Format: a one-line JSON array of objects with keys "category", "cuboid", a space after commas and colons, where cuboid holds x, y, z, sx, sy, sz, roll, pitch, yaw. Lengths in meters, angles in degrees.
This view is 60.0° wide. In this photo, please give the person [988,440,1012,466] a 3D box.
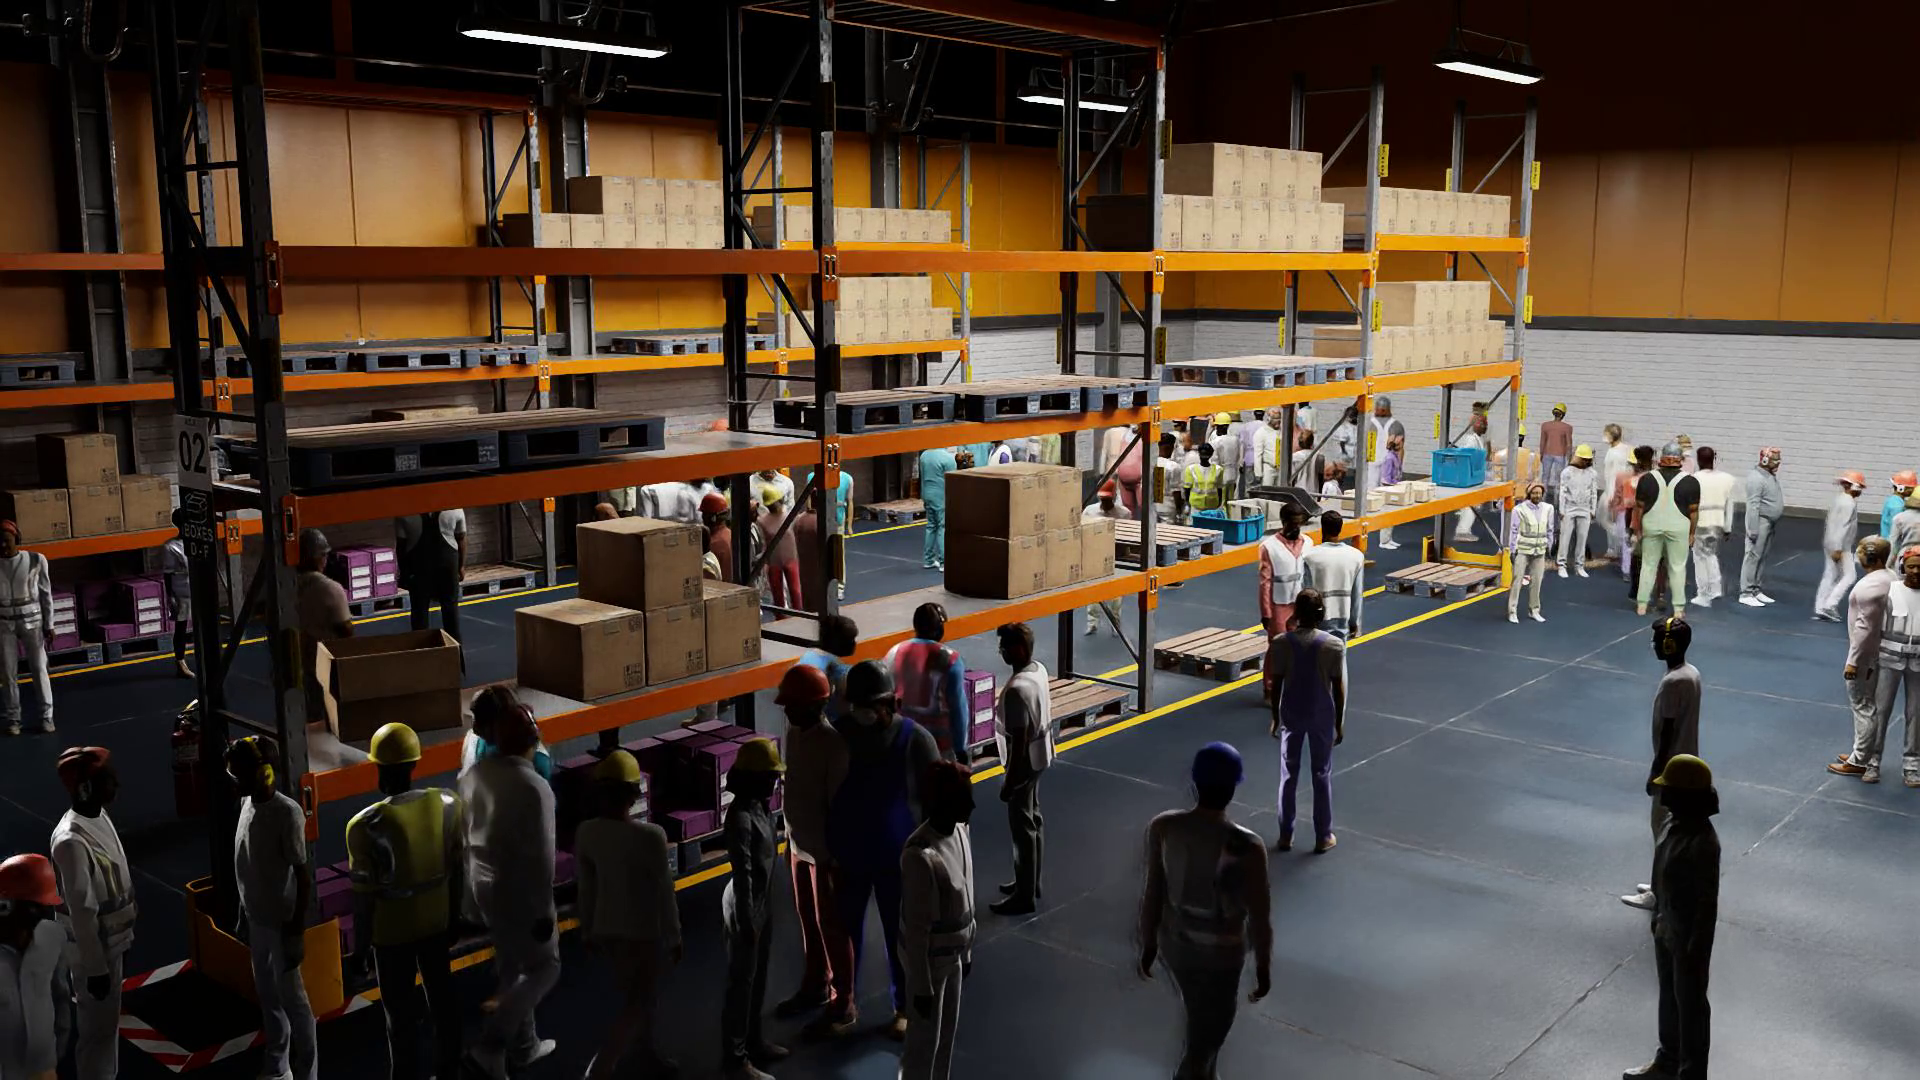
[{"category": "person", "cuboid": [0.559, -0.675, 22.907, 0.372, 1.840, 0.570, -2, 10, -12]}]

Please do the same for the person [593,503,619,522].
[{"category": "person", "cuboid": [-3.592, 0.430, 16.930, 0.281, 1.633, 0.500, -2, 10, -11]}]

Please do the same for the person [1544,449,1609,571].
[{"category": "person", "cuboid": [8.105, -0.394, 21.810, 0.890, 1.638, 0.540, 0, 10, -1]}]

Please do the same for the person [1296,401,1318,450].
[{"category": "person", "cuboid": [5.834, -1.573, 28.045, 0.371, 1.915, 0.595, 8, 12, 38]}]

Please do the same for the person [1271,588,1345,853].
[{"category": "person", "cuboid": [2.390, 1.244, 11.461, 0.507, 1.840, 0.343, 3, 10, 18]}]

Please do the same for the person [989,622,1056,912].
[{"category": "person", "cuboid": [0.397, 1.416, 10.424, 0.389, 1.842, 0.566, 2, 10, 14]}]

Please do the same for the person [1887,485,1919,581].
[{"category": "person", "cuboid": [10.153, 0.259, 17.705, 0.505, 1.713, 0.474, 4, 10, 23]}]

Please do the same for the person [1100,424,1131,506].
[{"category": "person", "cuboid": [2.425, -1.047, 24.951, 0.606, 1.895, 0.525, 5, 11, 28]}]

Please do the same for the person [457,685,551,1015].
[{"category": "person", "cuboid": [-2.444, 1.656, 9.054, 0.637, 1.823, 0.530, 7, 12, 36]}]

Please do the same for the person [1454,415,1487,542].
[{"category": "person", "cuboid": [7.464, -0.893, 24.216, 0.456, 1.835, 0.663, 4, 10, 23]}]

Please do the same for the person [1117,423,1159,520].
[{"category": "person", "cuboid": [2.495, -0.906, 23.694, 0.683, 2.000, 0.536, 9, 13, 43]}]

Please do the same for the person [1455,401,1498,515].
[{"category": "person", "cuboid": [8.366, -1.317, 26.742, 0.785, 1.850, 0.526, -2, 10, -14]}]

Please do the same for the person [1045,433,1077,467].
[{"category": "person", "cuboid": [1.585, -1.259, 26.758, 0.679, 1.724, 0.308, -6, 11, -31]}]

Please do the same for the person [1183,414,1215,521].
[{"category": "person", "cuboid": [3.699, -1.194, 25.467, 0.612, 2.029, 0.407, 5, 11, 28]}]

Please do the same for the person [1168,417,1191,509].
[{"category": "person", "cuboid": [3.184, -0.940, 24.245, 0.380, 1.930, 0.546, -4, 10, -22]}]

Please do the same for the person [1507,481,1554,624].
[{"category": "person", "cuboid": [6.408, 0.139, 18.705, 0.528, 1.627, 0.325, -2, 10, -13]}]

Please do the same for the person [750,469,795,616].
[{"category": "person", "cuboid": [-2.205, -0.077, 19.166, 0.642, 1.902, 0.399, -3, 10, -15]}]

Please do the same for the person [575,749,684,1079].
[{"category": "person", "cuboid": [-1.629, 1.883, 7.950, 0.568, 1.727, 0.756, 5, 11, 29]}]

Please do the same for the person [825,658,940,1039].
[{"category": "person", "cuboid": [-0.466, 1.608, 8.687, 0.688, 2.000, 0.536, 2, 10, 11]}]

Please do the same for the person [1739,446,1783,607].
[{"category": "person", "cuboid": [9.513, -0.164, 19.696, 0.403, 1.900, 0.644, 8, 13, 41]}]

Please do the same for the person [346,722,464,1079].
[{"category": "person", "cuboid": [-2.612, 1.804, 7.851, 0.369, 1.928, 0.585, 8, 12, 39]}]

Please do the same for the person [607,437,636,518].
[{"category": "person", "cuboid": [-4.282, -0.429, 20.984, 0.382, 1.995, 0.612, -6, 11, -32]}]

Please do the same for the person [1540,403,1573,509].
[{"category": "person", "cuboid": [9.827, -1.386, 27.424, 0.532, 1.754, 0.340, 7, 12, 37]}]

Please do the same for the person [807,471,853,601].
[{"category": "person", "cuboid": [-1.558, -0.188, 20.007, 0.563, 1.839, 0.394, 1, 10, 9]}]

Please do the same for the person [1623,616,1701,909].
[{"category": "person", "cuboid": [4.455, 1.403, 10.473, 0.336, 1.856, 0.530, 7, 12, 36]}]

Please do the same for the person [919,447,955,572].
[{"category": "person", "cuboid": [-0.255, -0.533, 21.913, 0.401, 1.899, 0.650, -7, 12, -36]}]

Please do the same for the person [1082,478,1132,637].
[{"category": "person", "cuboid": [1.577, 0.183, 18.056, 0.573, 1.746, 0.346, 2, 10, 11]}]

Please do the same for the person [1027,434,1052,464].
[{"category": "person", "cuboid": [1.282, -1.364, 27.047, 0.394, 1.836, 0.559, -3, 10, -18]}]

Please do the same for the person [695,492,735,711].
[{"category": "person", "cuboid": [-2.202, 0.555, 15.109, 0.380, 1.995, 0.611, 2, 10, 12]}]

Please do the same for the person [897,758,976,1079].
[{"category": "person", "cuboid": [-0.097, 1.895, 7.482, 0.355, 1.876, 0.574, 4, 10, 20]}]

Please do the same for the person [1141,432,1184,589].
[{"category": "person", "cuboid": [2.533, -0.367, 20.721, 0.601, 1.958, 0.380, 9, 13, 44]}]

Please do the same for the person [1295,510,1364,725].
[{"category": "person", "cuboid": [3.236, 0.691, 14.574, 0.598, 1.907, 0.409, -3, 10, -15]}]

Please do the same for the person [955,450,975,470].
[{"category": "person", "cuboid": [0.013, -0.155, 19.840, 0.349, 1.837, 0.502, -3, 10, -20]}]

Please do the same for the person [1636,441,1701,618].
[{"category": "person", "cuboid": [8.131, -0.139, 19.116, 0.685, 2.000, 0.536, 5, 11, 30]}]

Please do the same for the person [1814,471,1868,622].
[{"category": "person", "cuboid": [9.979, 0.075, 18.815, 0.506, 1.709, 0.584, 2, 10, 11]}]

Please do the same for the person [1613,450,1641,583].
[{"category": "person", "cuboid": [8.665, -0.350, 21.378, 0.523, 1.716, 0.892, 3, 10, 20]}]

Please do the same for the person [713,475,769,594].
[{"category": "person", "cuboid": [-2.695, -0.082, 19.867, 0.763, 1.668, 0.531, -1, 10, -6]}]

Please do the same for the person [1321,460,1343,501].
[{"category": "person", "cuboid": [4.555, -0.155, 20.394, 0.308, 1.645, 0.515, 1, 10, 4]}]

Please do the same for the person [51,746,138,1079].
[{"category": "person", "cuboid": [-3.937, 1.864, 7.626, 0.355, 1.884, 0.575, -4, 10, -20]}]

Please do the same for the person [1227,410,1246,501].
[{"category": "person", "cuboid": [4.463, -1.355, 27.312, 0.490, 1.729, 0.323, 3, 10, 19]}]
